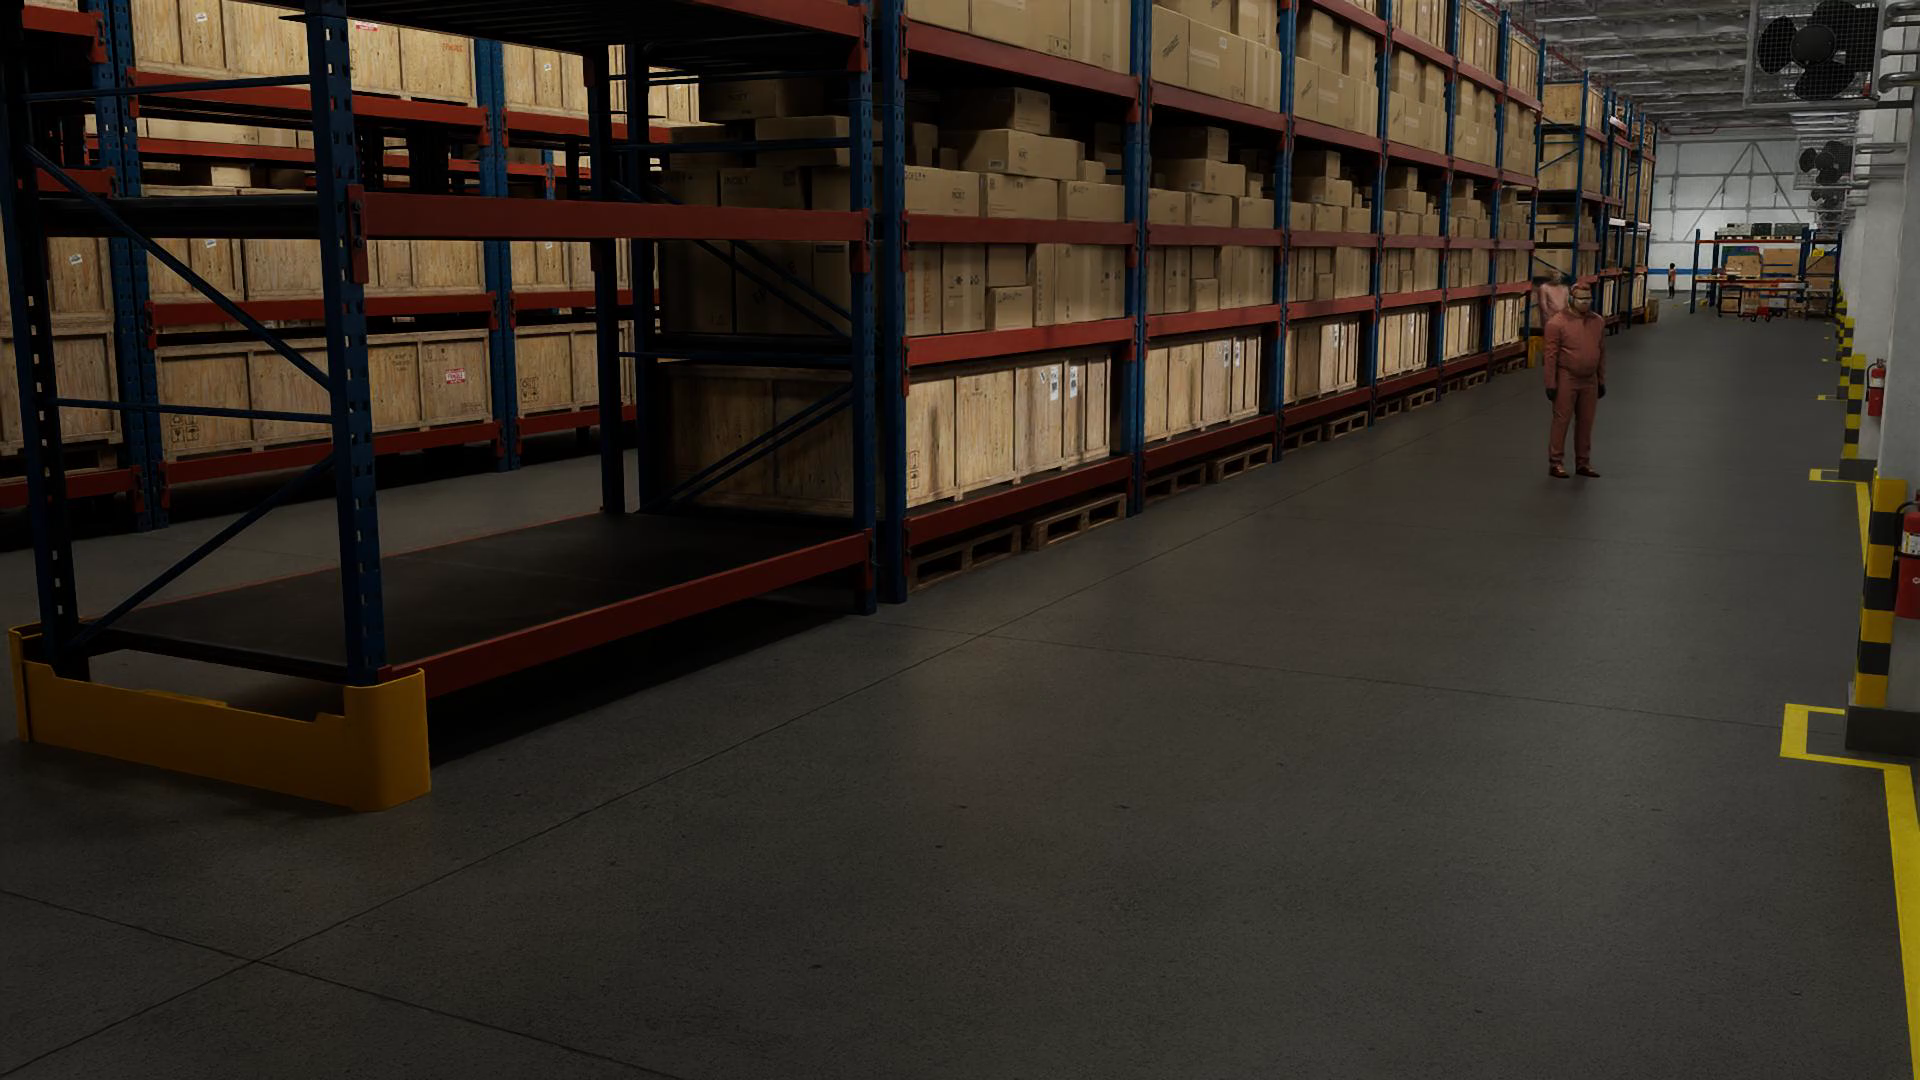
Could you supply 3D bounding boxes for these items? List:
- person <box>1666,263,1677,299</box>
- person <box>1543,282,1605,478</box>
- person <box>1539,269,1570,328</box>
[{"bbox_3d":[33.899,-12.329,79.176,0.540,1.685,0.320,-7,12,-36],"label":"person"},{"bbox_3d":[5.968,-1.541,16.129,0.654,1.897,0.403,-3,10,-16],"label":"person"},{"bbox_3d":[11.426,-4.251,31.896,0.678,1.862,0.721,-2,10,-11],"label":"person"}]
